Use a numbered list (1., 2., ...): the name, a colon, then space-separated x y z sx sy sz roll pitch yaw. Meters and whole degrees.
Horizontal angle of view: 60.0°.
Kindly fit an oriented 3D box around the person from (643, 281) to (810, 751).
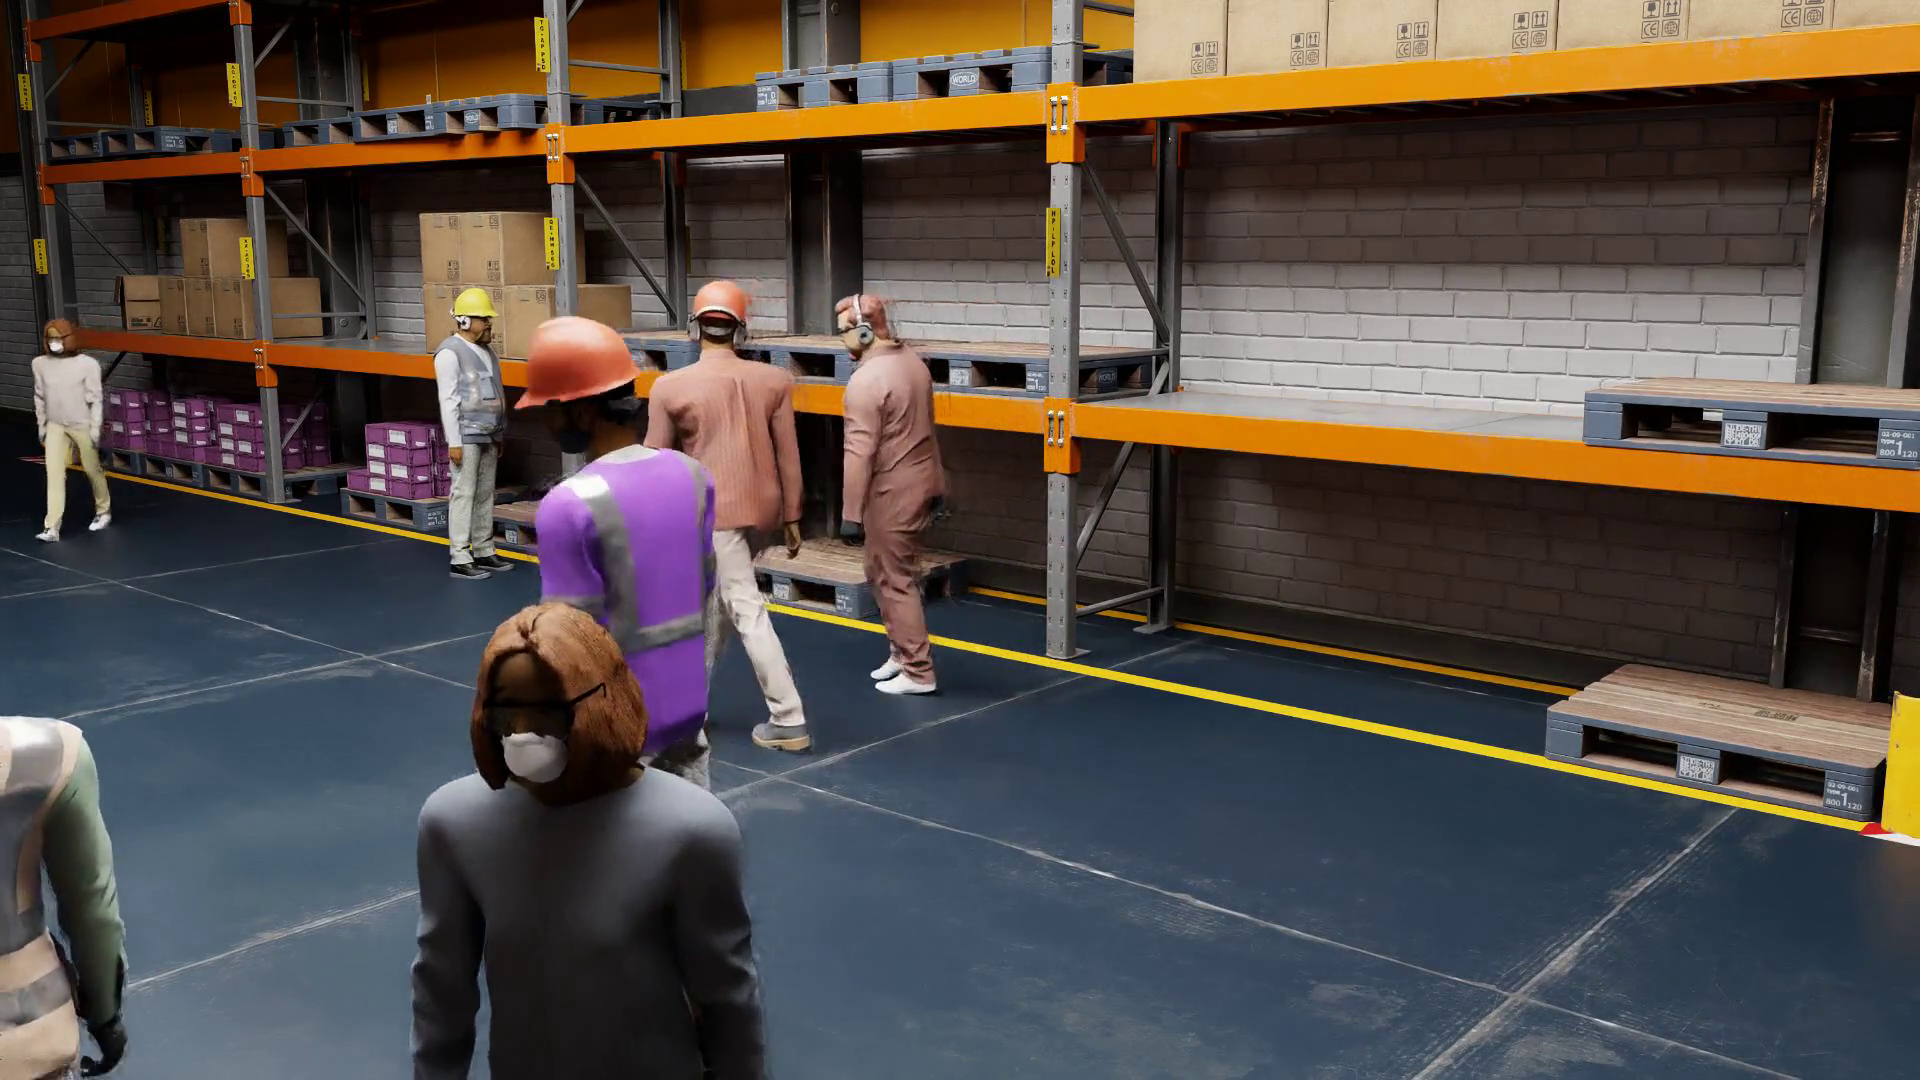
1. person: -0.992 -0.097 6.941 0.603 1.929 0.930 -10 14 -44

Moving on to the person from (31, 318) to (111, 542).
1. person: -6.394 -0.803 11.962 0.508 1.580 0.893 -1 10 -4

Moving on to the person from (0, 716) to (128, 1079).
1. person: -1.576 0.817 2.597 0.512 1.623 0.557 -5 11 -26

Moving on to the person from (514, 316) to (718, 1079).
1. person: -0.787 0.436 3.993 0.440 1.909 0.596 6 12 30

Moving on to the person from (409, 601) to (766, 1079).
1. person: -0.552 0.852 2.532 0.507 1.584 0.891 3 10 14

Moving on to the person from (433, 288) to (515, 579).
1. person: -3.066 -0.671 10.533 0.403 1.827 0.595 3 10 15

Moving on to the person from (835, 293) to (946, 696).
1. person: -0.348 -0.188 7.640 0.555 1.869 0.715 3 11 19
